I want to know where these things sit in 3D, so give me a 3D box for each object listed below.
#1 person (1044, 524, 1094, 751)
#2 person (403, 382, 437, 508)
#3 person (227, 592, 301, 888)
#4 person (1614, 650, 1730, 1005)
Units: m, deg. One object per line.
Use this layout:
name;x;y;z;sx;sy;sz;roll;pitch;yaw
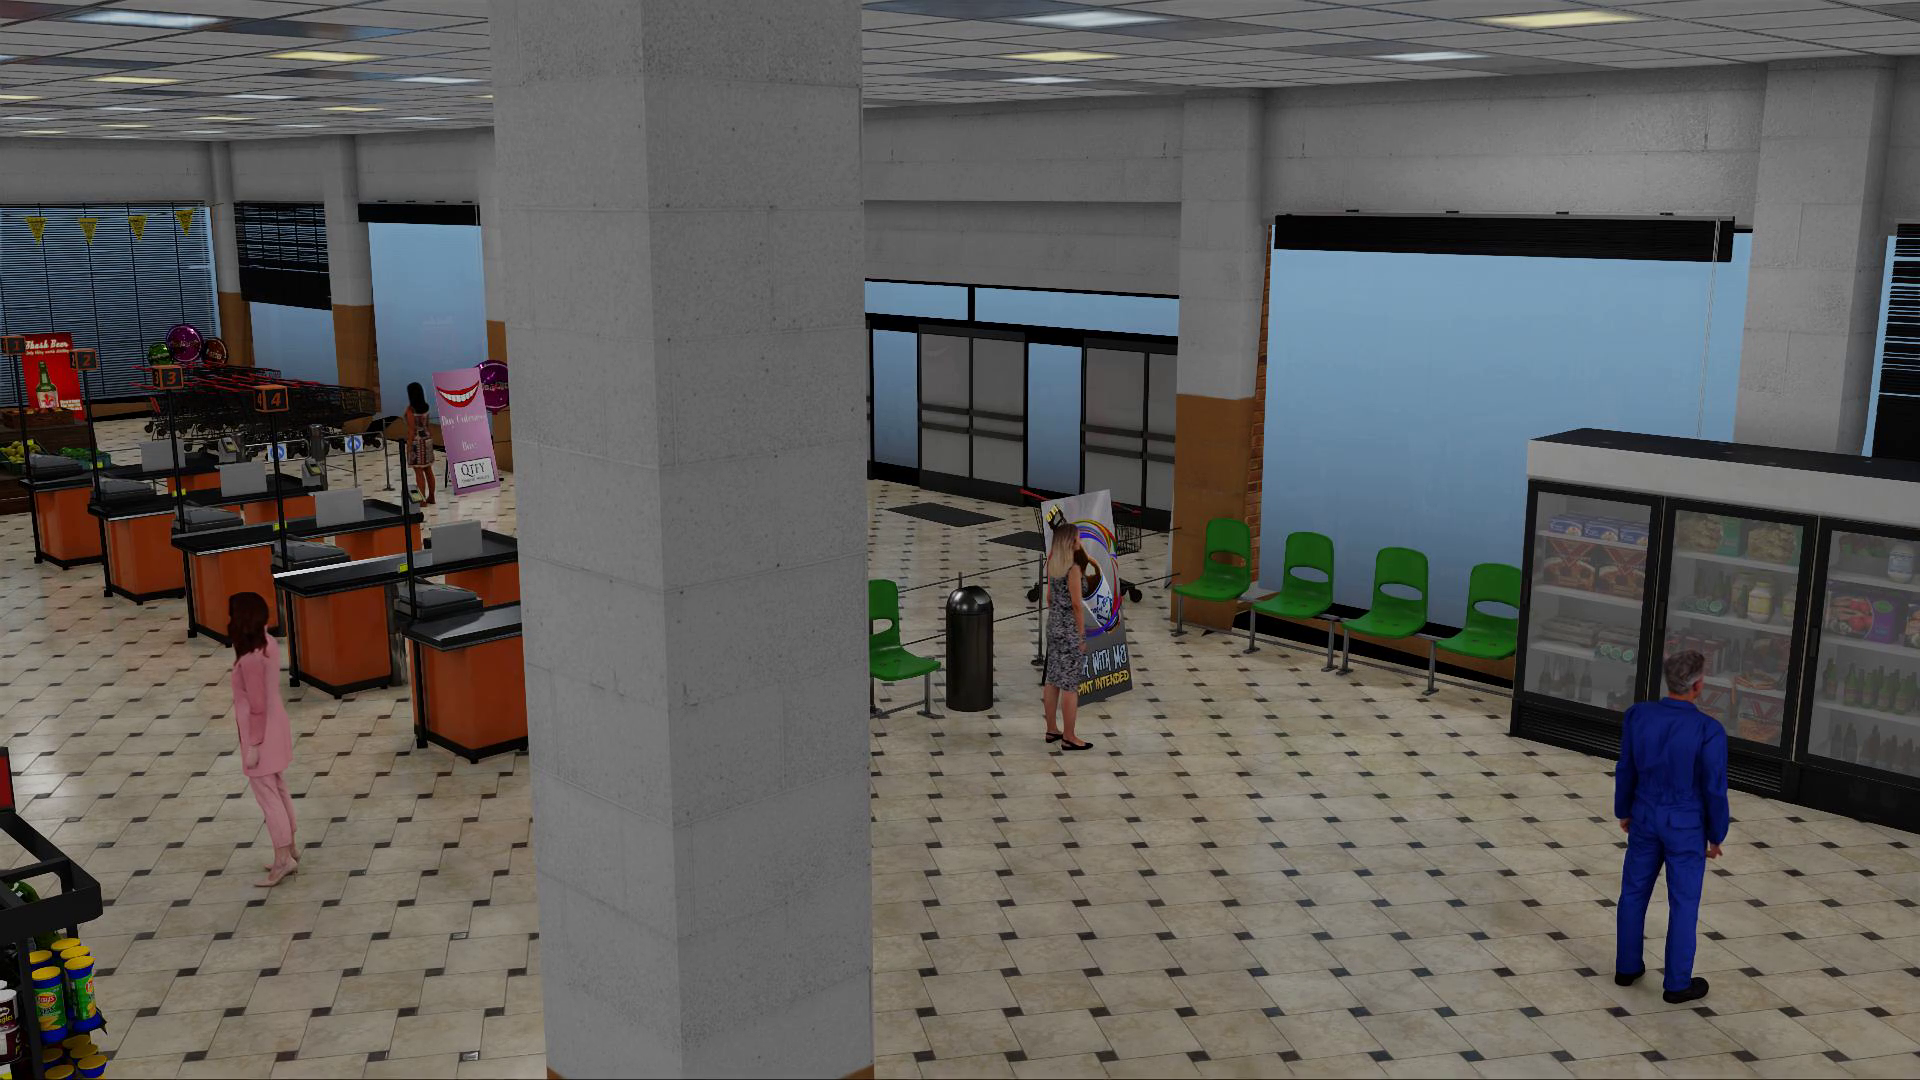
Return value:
person;0.775;0.713;12.430;0.584;1.705;0.615;-6;13;-28
person;-7.149;-1.271;21.995;0.785;1.645;0.633;4;13;18
person;-4.161;1.184;9.960;0.724;1.801;0.694;-2;12;-7
person;3.653;1.461;8.579;0.550;1.828;0.730;-10;16;-41
